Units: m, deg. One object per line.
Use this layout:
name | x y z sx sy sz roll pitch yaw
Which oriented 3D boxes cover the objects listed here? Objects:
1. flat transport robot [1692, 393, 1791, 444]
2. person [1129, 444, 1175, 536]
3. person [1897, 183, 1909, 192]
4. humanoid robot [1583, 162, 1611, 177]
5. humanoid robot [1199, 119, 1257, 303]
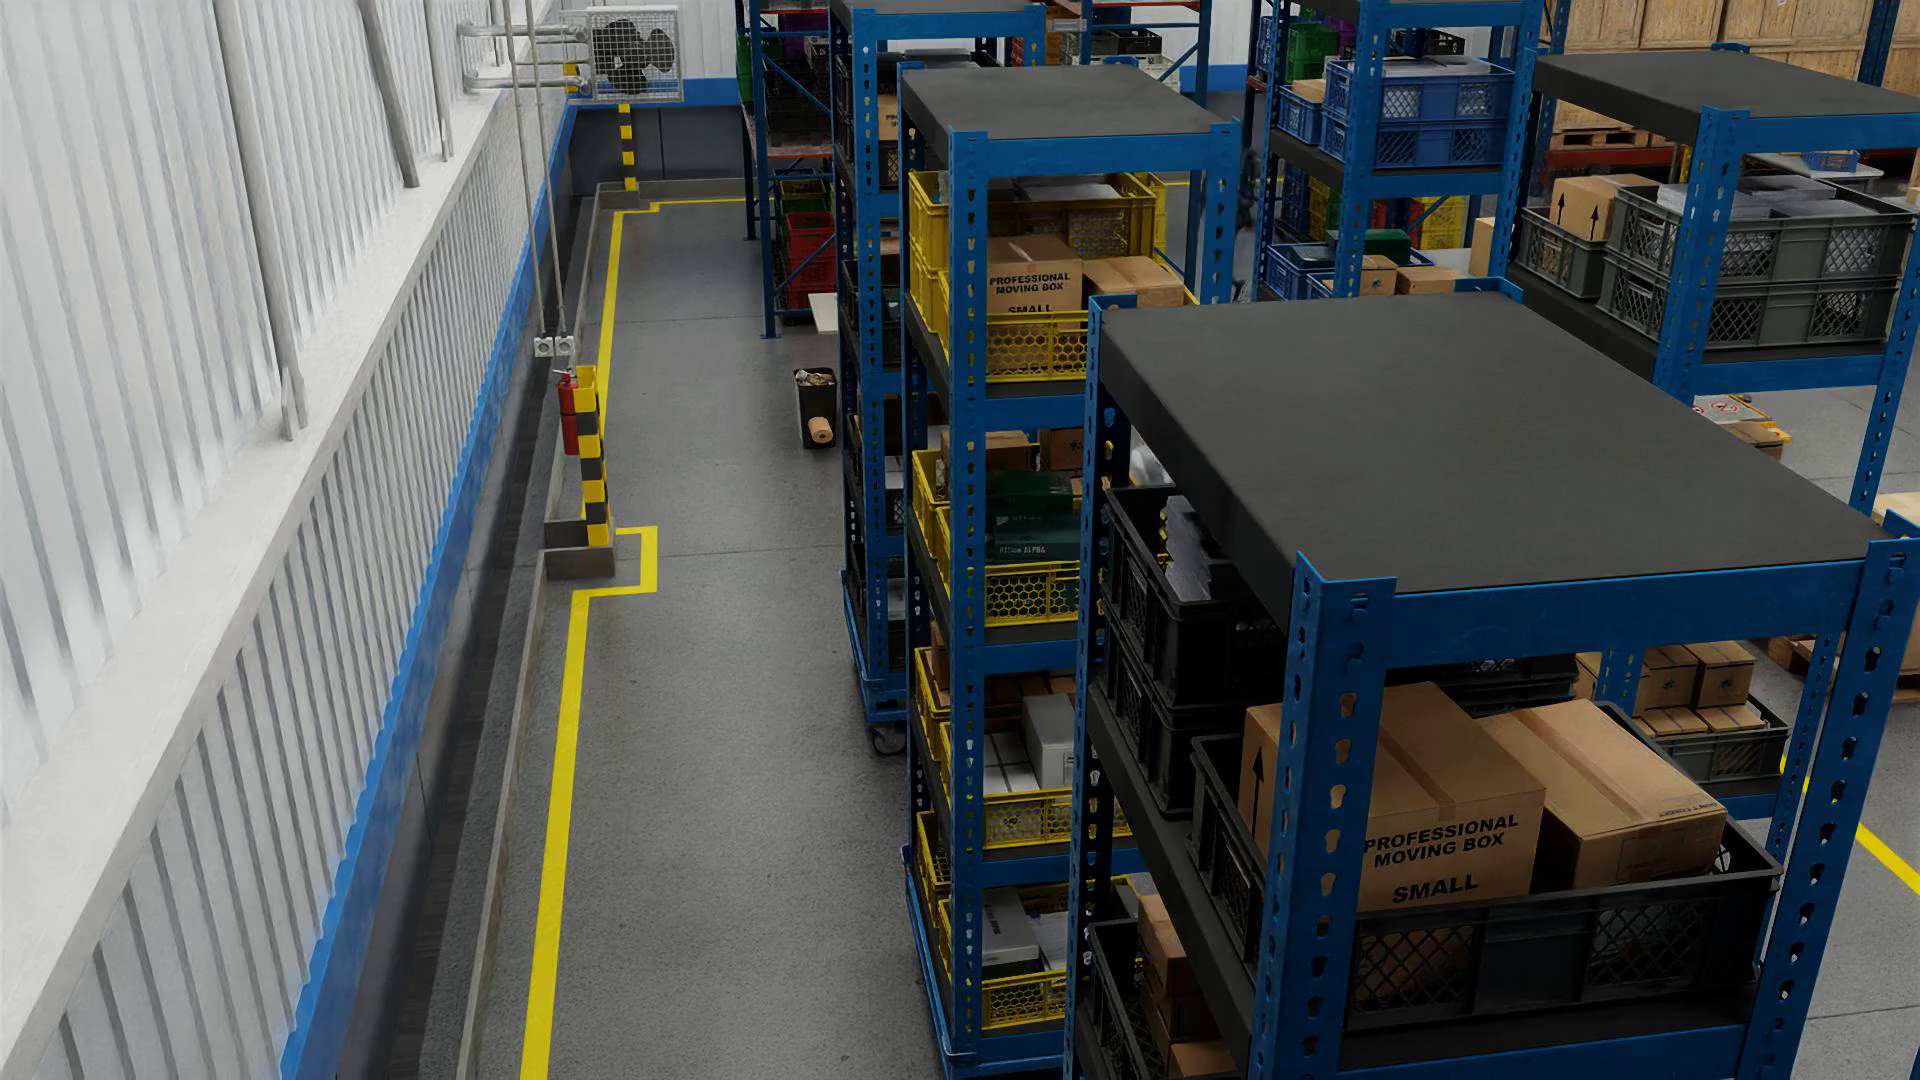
flat transport robot | 5.224 -0.859 12.132 1.431 0.197 0.652 -4 25 -8
person | 1.013 0.129 8.136 0.636 1.849 0.846 -20 31 -37
person | 11.232 -4.995 19.104 0.608 1.986 0.388 -16 29 -31
humanoid robot | 5.024 -2.284 13.640 0.573 1.637 0.766 -19 31 -35
humanoid robot | 2.449 -3.009 15.171 0.607 1.627 0.607 -15 29 -30
